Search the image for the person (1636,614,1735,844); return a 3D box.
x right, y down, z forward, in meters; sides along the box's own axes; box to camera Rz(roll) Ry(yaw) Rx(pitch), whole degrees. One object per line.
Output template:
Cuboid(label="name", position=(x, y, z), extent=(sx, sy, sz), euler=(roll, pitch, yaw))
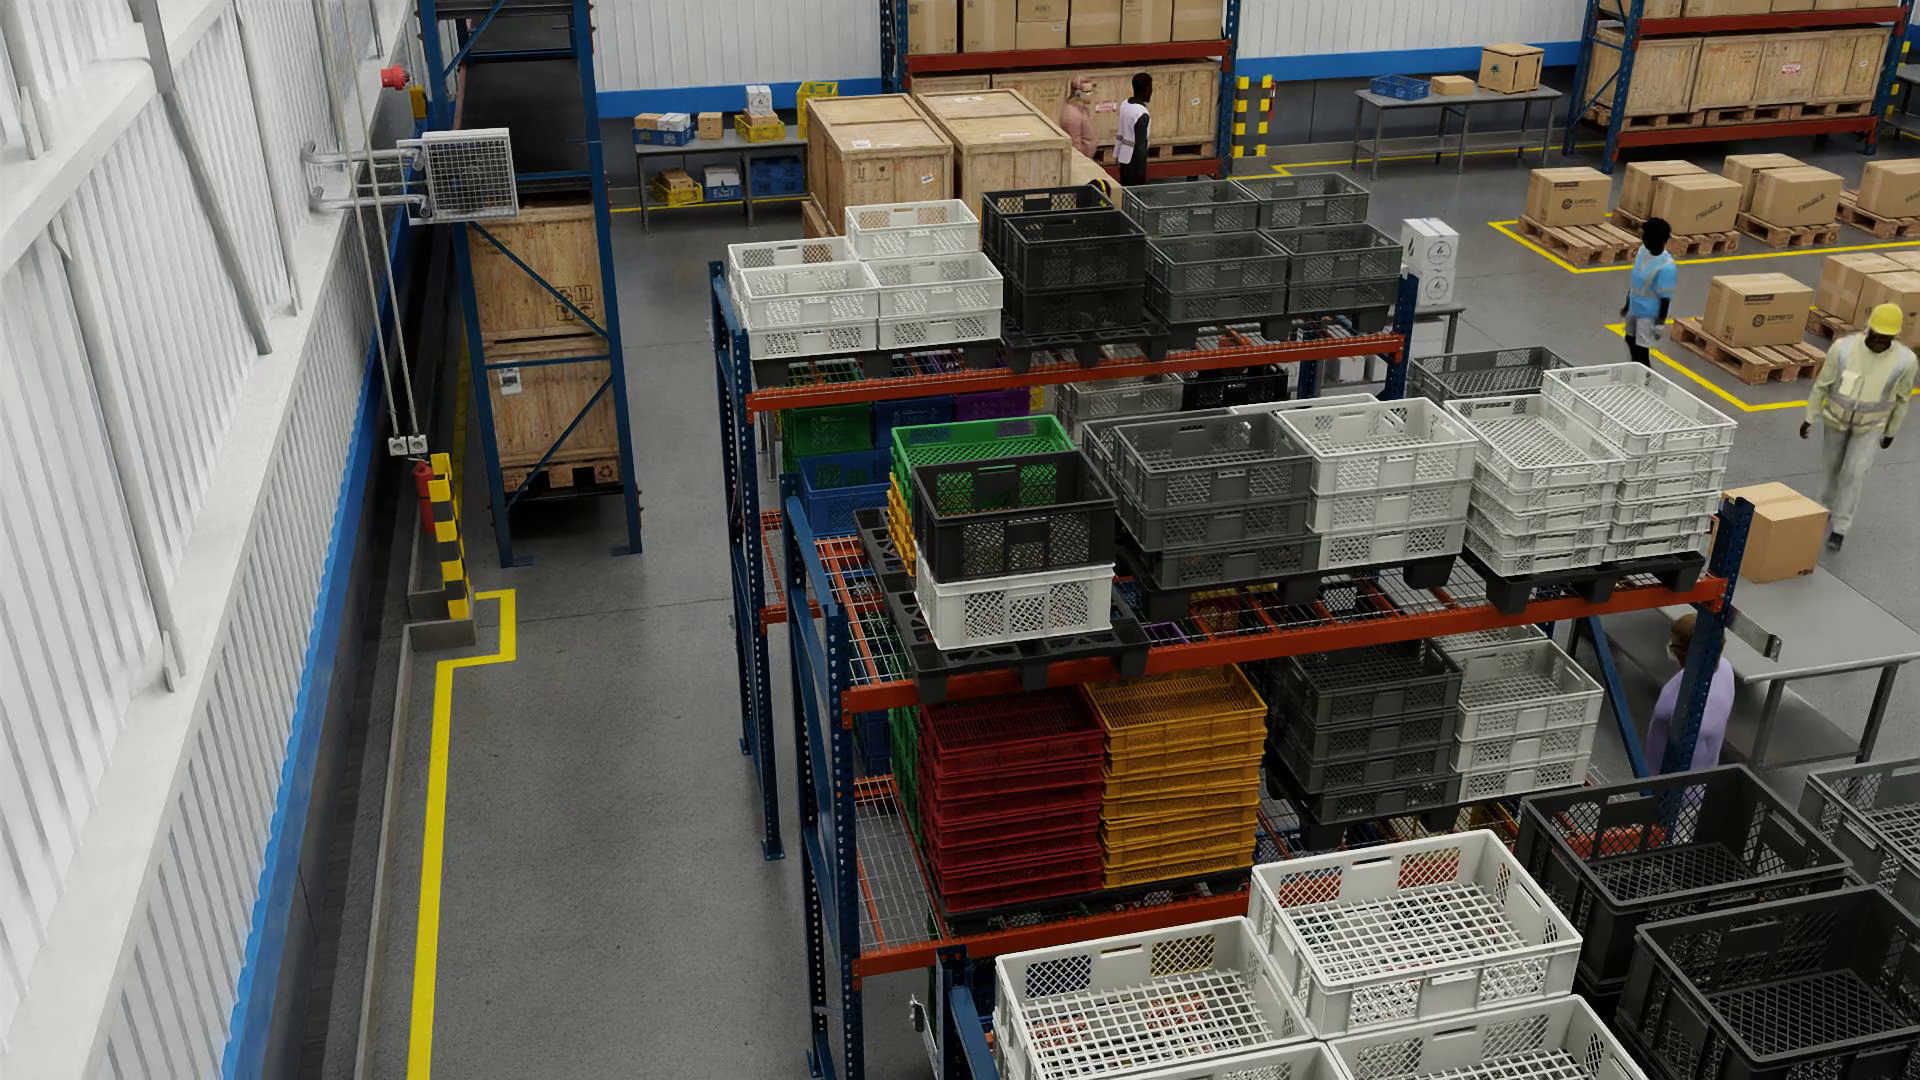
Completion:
Cuboid(label="person", position=(3.404, 1.197, 7.977), extent=(0.373, 1.935, 0.628), euler=(16, 32, 27))

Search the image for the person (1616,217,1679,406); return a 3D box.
Cuboid(label="person", position=(5.903, -1.964, 14.243), extent=(0.481, 1.675, 0.702), euler=(-3, 28, -6))

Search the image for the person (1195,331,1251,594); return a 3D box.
Cuboid(label="person", position=(1.759, -0.520, 11.283), extent=(0.356, 1.887, 0.572), euler=(7, 29, 12))

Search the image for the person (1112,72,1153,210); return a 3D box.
Cuboid(label="person", position=(1.871, -4.110, 18.074), extent=(0.388, 1.911, 0.591), euler=(-8, 29, -14))

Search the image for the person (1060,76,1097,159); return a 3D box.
Cuboid(label="person", position=(1.265, -4.034, 17.931), extent=(0.399, 1.907, 0.644), euler=(1, 28, 2))

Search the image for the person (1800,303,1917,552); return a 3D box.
Cuboid(label="person", position=(6.386, -0.816, 11.935), extent=(0.615, 1.801, 0.775), euler=(19, 33, 32))
